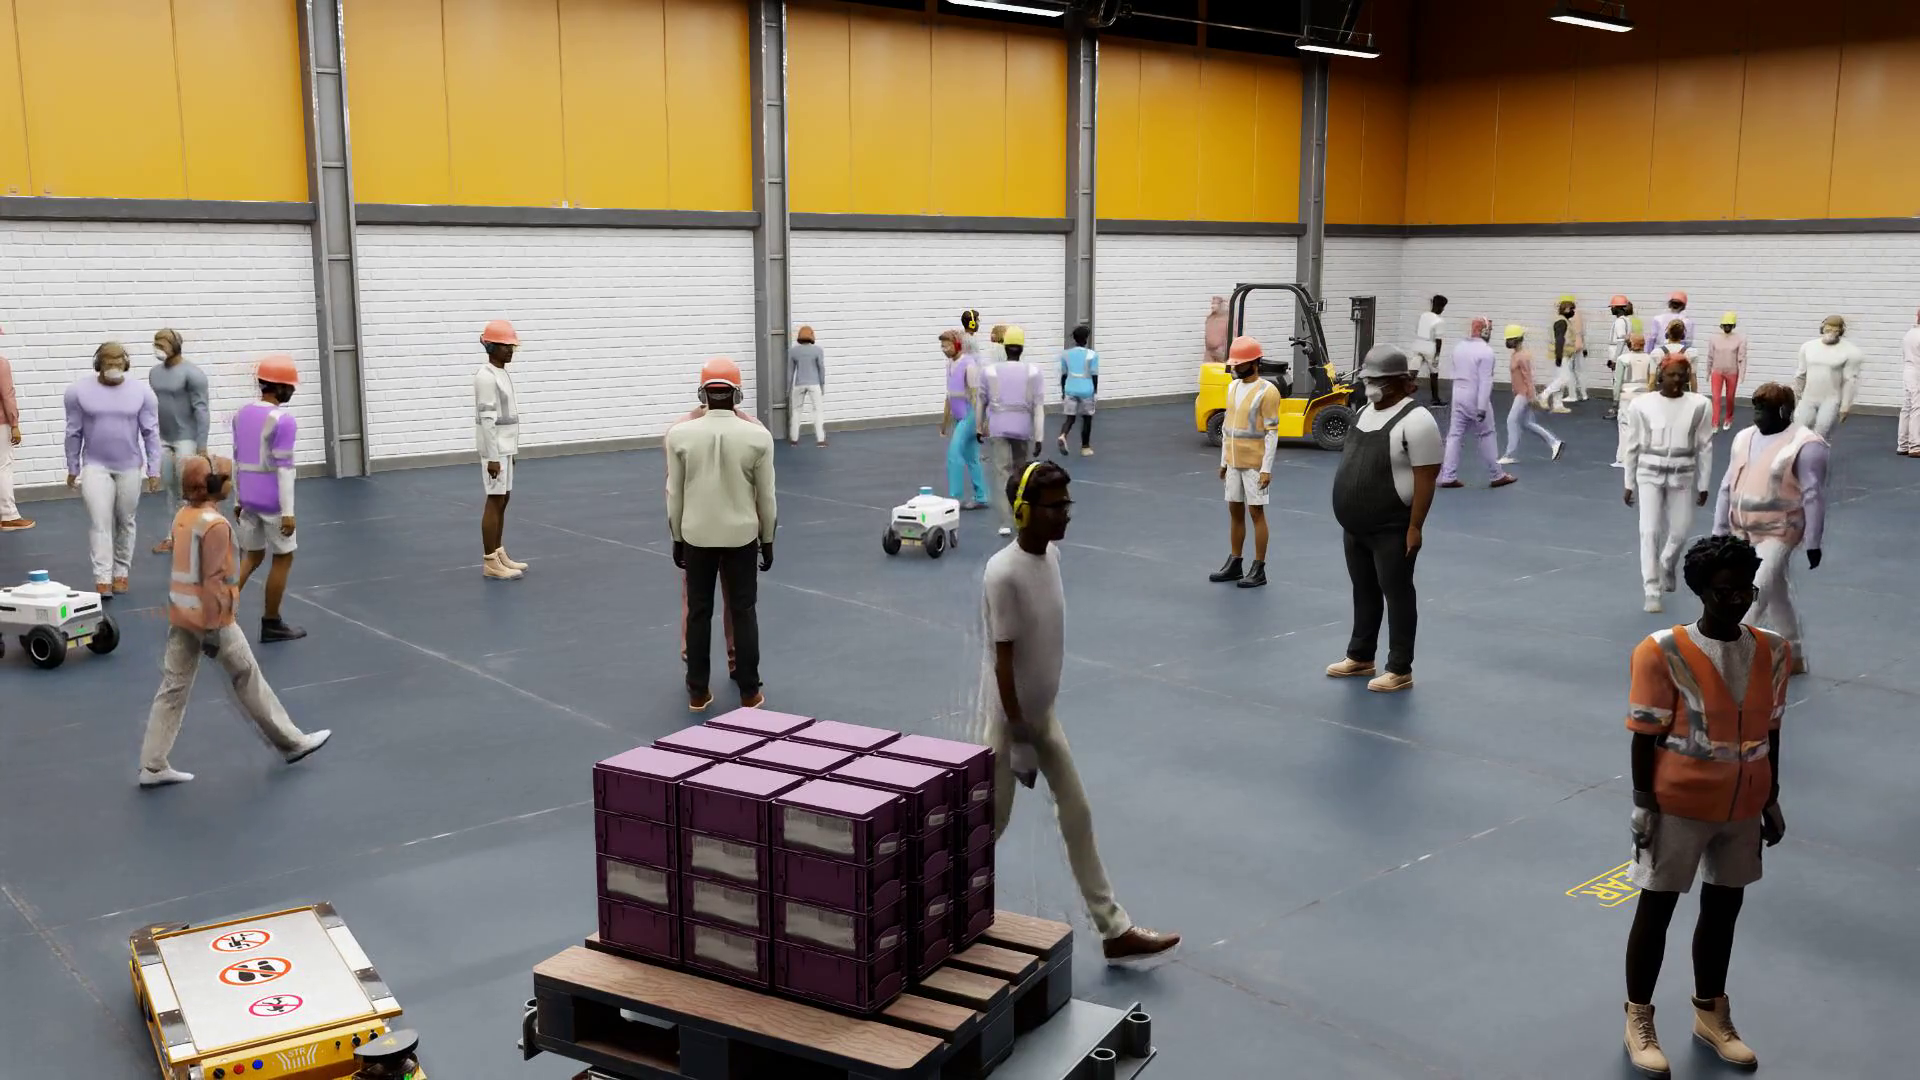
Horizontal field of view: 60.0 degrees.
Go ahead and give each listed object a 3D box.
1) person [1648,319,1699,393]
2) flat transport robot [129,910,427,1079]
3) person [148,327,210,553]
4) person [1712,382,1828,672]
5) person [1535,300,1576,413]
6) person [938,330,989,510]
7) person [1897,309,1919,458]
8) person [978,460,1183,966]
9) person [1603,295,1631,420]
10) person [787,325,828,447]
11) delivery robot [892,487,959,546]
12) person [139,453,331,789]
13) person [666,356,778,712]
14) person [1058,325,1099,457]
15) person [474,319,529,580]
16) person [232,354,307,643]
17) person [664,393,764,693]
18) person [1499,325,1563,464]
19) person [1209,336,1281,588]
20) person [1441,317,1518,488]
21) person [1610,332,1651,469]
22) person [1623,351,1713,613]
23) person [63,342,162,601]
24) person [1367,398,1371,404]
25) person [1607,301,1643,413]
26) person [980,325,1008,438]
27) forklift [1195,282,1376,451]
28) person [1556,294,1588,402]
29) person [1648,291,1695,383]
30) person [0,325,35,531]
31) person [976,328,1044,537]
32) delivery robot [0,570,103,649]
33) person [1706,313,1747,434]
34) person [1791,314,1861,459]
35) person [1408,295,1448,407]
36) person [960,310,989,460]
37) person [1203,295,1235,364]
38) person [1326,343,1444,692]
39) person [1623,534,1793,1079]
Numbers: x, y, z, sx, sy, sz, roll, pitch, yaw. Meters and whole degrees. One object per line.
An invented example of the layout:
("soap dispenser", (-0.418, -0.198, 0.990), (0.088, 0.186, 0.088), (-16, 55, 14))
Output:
("person", (7.829, -1.502, 18.303), (0.506, 1.847, 0.343), (4, 10, 21))
("flat transport robot", (-2.229, 1.499, 5.335), (0.652, 0.197, 1.431), (-6, 11, -32))
("person", (-6.667, -0.841, 14.177), (0.640, 1.940, 0.380), (5, 11, 26))
("person", (4.734, -0.038, 9.882), (0.977, 1.790, 0.649), (-3, 10, -16))
("person", (9.687, -2.955, 26.880), (0.495, 1.823, 0.652), (4, 11, 24))
("person", (-0.028, -1.177, 16.514), (0.725, 1.799, 0.597), (-3, 10, -18))
("person", (12.125, -1.989, 20.972), (0.406, 1.911, 0.639), (1, 10, 7))
("person", (0.331, 0.639, 5.827), (0.911, 1.827, 0.536), (6, 11, 32))
("person", (10.200, -2.833, 25.827), (0.376, 1.935, 0.550), (6, 11, 29))
("person", (-2.049, -2.051, 22.204), (0.523, 1.626, 0.318), (2, 10, 12))
("delivery robot", (-0.289, -0.211, 14.242), (0.477, 0.478, 0.707), (5, 11, 26))
("person", (-3.575, 0.379, 8.036), (0.536, 1.586, 0.895), (9, 13, 43))
("person", (-1.318, -0.025, 9.270), (0.607, 1.987, 0.412), (-1, 10, -4))
("person", (1.472, -1.849, 20.835), (0.538, 1.674, 0.649), (5, 11, 27))
("person", (-3.605, -0.712, 13.104), (0.386, 2.039, 0.615), (-1, 10, -4))
("person", (-4.548, -0.252, 10.829), (0.577, 1.904, 0.648), (6, 11, 32))
("person", (-1.389, -0.061, 9.710), (0.643, 1.901, 0.400), (-5, 11, -29))
("person", (6.944, -1.762, 20.233), (0.779, 1.719, 0.532), (2, 10, 9))
("person", (2.186, -0.598, 12.771), (0.372, 1.928, 0.543), (-6, 12, -33))
("person", (5.690, -1.498, 18.192), (0.929, 1.863, 0.665), (-4, 11, -23))
("person", (8.057, -1.667, 19.906), (0.517, 1.627, 0.324), (-2, 10, -11))
("person", (5.084, -0.434, 11.990), (0.585, 1.867, 0.638), (3, 10, 17))
("person", (-6.222, -0.496, 12.255), (0.639, 1.897, 0.925), (-5, 11, -29))
("person", (4.338, -1.213, 17.224), (0.286, 1.636, 0.500), (0, 10, 3))
("person", (10.692, -2.934, 26.786), (0.623, 1.820, 0.440), (-8, 13, -40))
("person", (0.615, -2.176, 22.994), (0.846, 1.595, 0.516), (8, 12, 38))
("forklift", (4.328, -2.346, 22.227), (2.313, 2.155, 1.214), (3, 10, 16))
("person", (10.650, -3.340, 28.970), (0.676, 1.877, 0.497), (-8, 12, -39))
("person", (10.694, -2.739, 25.065), (0.640, 2.013, 0.628), (6, 11, 31))
("person", (-8.947, -1.079, 15.392), (0.625, 1.991, 0.394), (3, 10, 18))
("person", (0.459, -1.006, 15.328), (0.602, 1.873, 0.999), (-1, 10, -4))
("delivery robot", (-5.772, 0.436, 10.458), (0.707, 0.478, 0.477), (3, 10, 19))
("person", (11.057, -2.416, 23.996), (0.531, 1.733, 0.844), (6, 11, 30))
("person", (9.233, -1.453, 17.809), (0.423, 1.915, 0.659), (-9, 13, -41))
("person", (7.758, -3.122, 27.677), (0.969, 1.913, 0.653), (-8, 12, -38))
("person", (0.131, -1.925, 20.708), (0.329, 1.872, 0.507), (-5, 11, -29))
("person", (4.440, -3.225, 28.327), (0.876, 1.879, 0.650), (-8, 13, -40))
("person", (2.443, -0.140, 9.758), (0.538, 2.000, 0.690), (-4, 11, -24))
("person", (2.307, 0.819, 5.153), (0.539, 1.696, 0.317), (-2, 10, -10))
